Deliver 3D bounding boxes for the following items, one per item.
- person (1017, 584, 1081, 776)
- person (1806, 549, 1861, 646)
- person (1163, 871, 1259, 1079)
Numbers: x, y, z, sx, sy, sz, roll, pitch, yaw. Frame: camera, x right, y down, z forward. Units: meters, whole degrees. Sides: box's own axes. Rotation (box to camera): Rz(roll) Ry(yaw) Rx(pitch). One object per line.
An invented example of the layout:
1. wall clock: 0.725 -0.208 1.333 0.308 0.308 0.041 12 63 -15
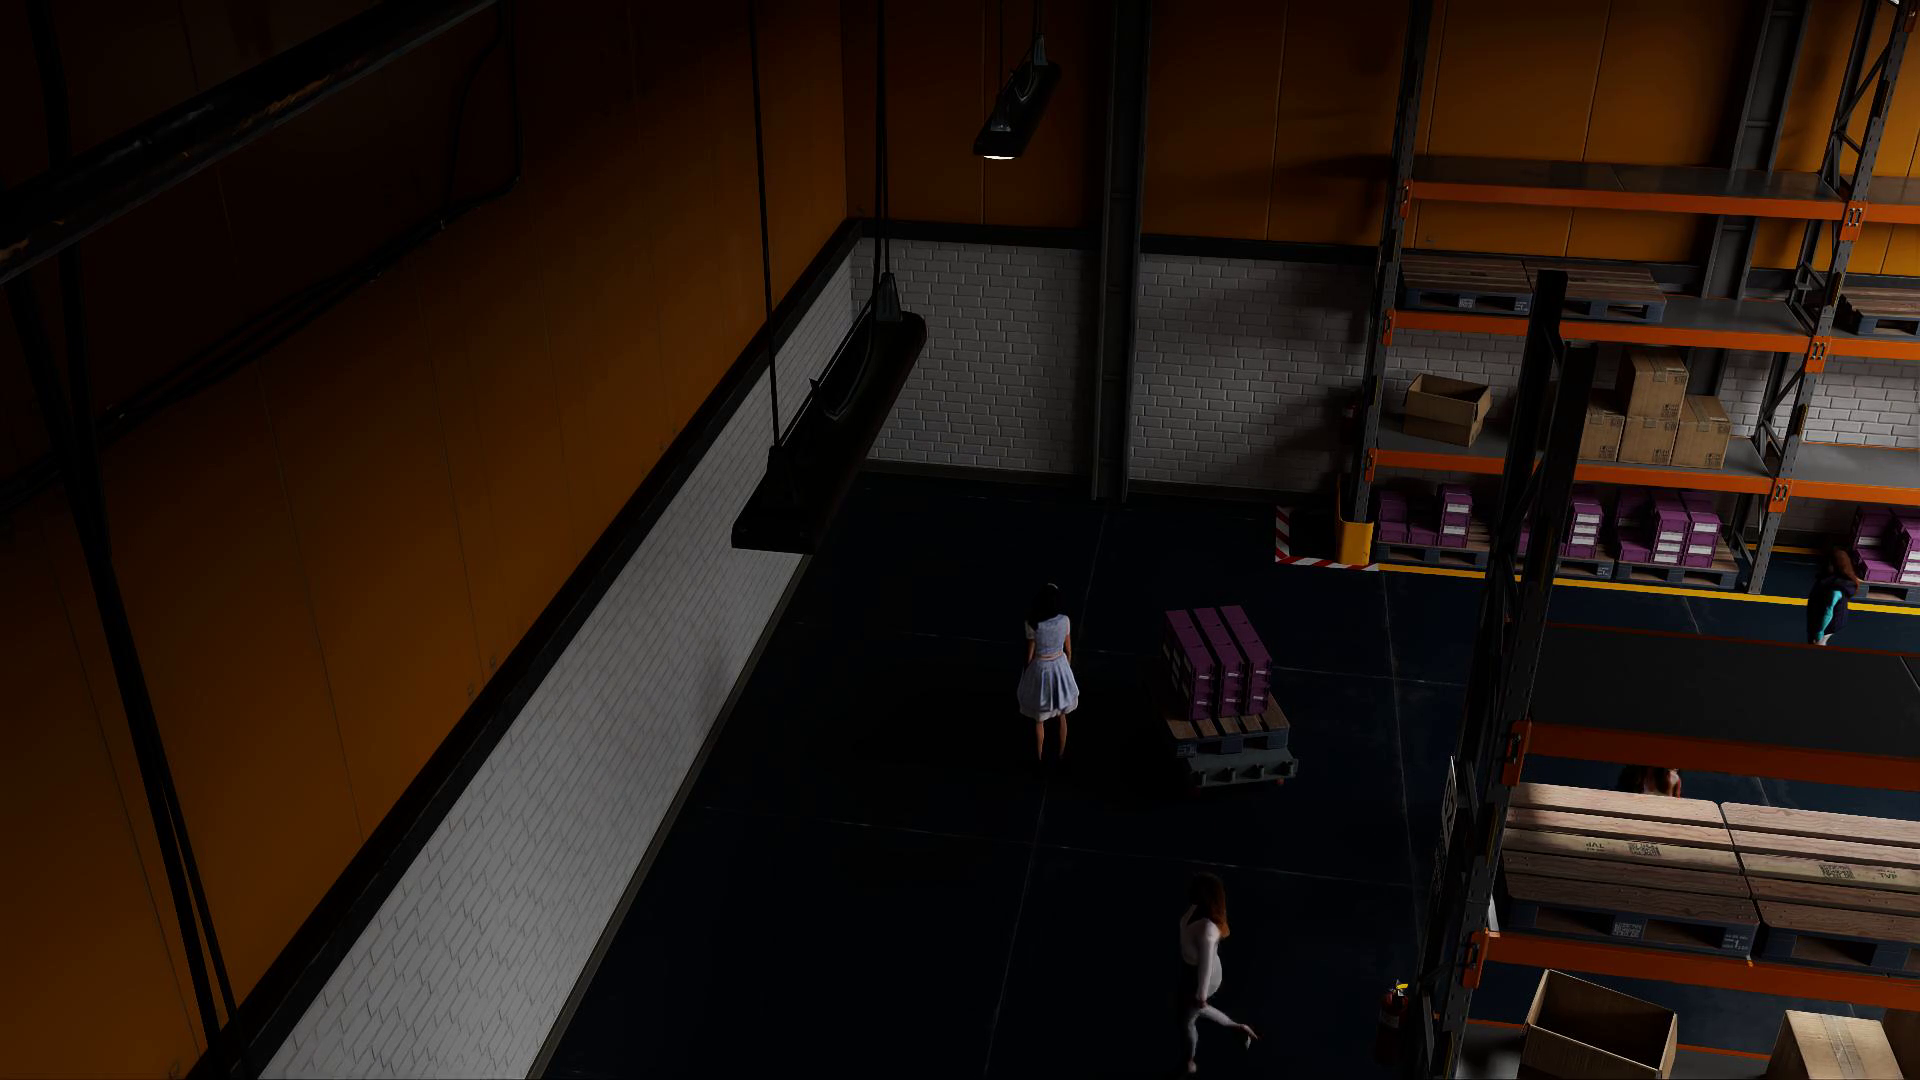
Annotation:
1. person: 0.736 1.171 13.960 0.776 1.819 0.862 -5 29 -9
2. person: 7.821 0.745 15.073 0.623 1.500 0.603 10 30 18
3. person: 1.655 2.879 10.898 0.914 1.753 0.693 -1 29 -2
